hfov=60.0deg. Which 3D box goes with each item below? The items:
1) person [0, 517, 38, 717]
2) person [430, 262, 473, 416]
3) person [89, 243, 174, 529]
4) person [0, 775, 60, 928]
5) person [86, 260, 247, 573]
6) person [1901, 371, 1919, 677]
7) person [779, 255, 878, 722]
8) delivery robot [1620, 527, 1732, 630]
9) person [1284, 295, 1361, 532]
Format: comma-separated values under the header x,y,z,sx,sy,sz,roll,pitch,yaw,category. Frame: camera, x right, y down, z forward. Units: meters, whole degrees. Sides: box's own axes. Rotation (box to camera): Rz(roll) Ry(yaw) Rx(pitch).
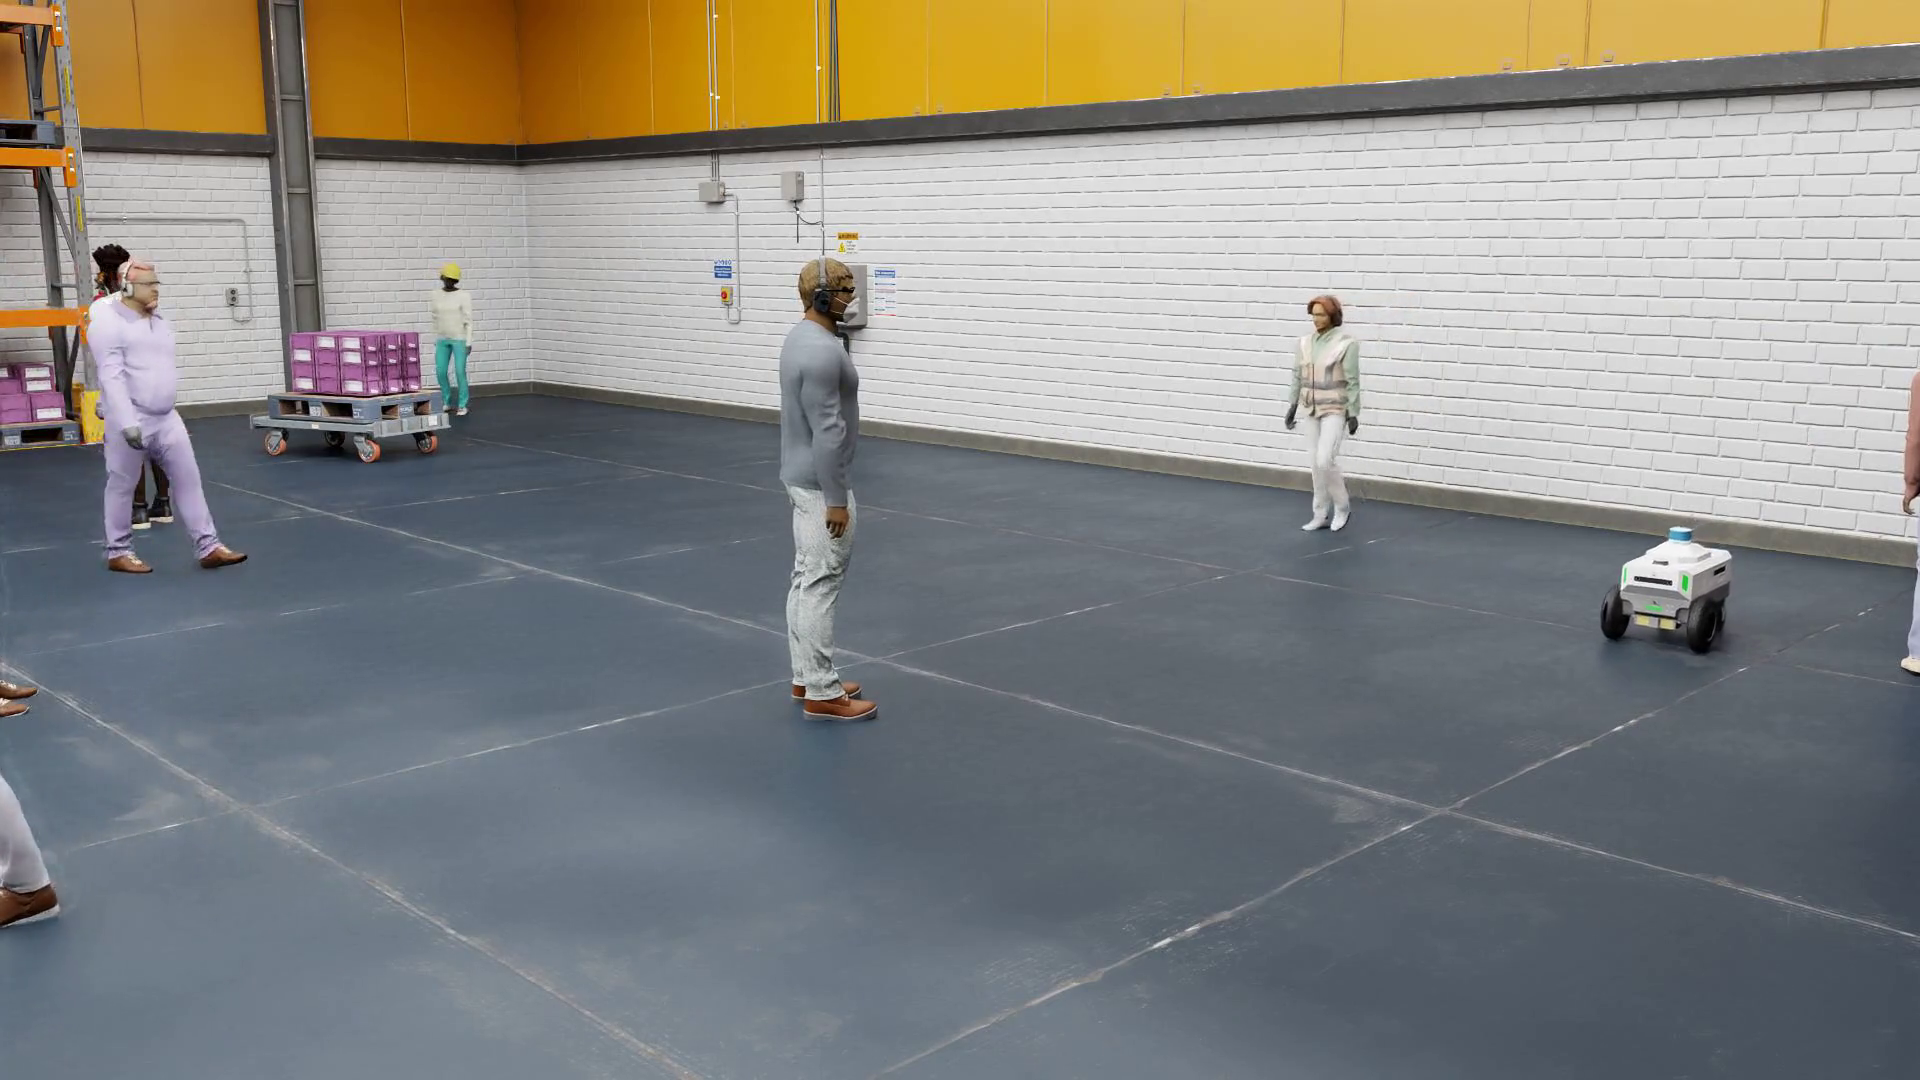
x,y,z,sx,sy,sz,roll,pitch,yaw,category
-4.179,-0.185,7.022,0.328,1.872,0.514,-4,11,-21,person
-5.664,-2.236,18.586,0.546,1.724,0.472,2,11,12,person
-5.751,-1.056,11.509,0.367,1.963,0.609,2,11,13,person
-3.091,0.271,4.647,0.942,1.823,0.541,-5,11,-24,person
-4.758,-0.708,9.878,0.916,1.871,0.651,3,11,17,person
4.579,-0.231,7.567,0.524,1.763,0.322,6,12,28,person
-0.568,-0.213,6.981,0.364,1.939,0.636,-3,11,-14,person
3.606,0.180,8.362,0.477,0.478,0.707,9,14,40,delivery robot
2.468,-0.848,11.315,0.372,1.627,0.534,-7,12,-33,person
